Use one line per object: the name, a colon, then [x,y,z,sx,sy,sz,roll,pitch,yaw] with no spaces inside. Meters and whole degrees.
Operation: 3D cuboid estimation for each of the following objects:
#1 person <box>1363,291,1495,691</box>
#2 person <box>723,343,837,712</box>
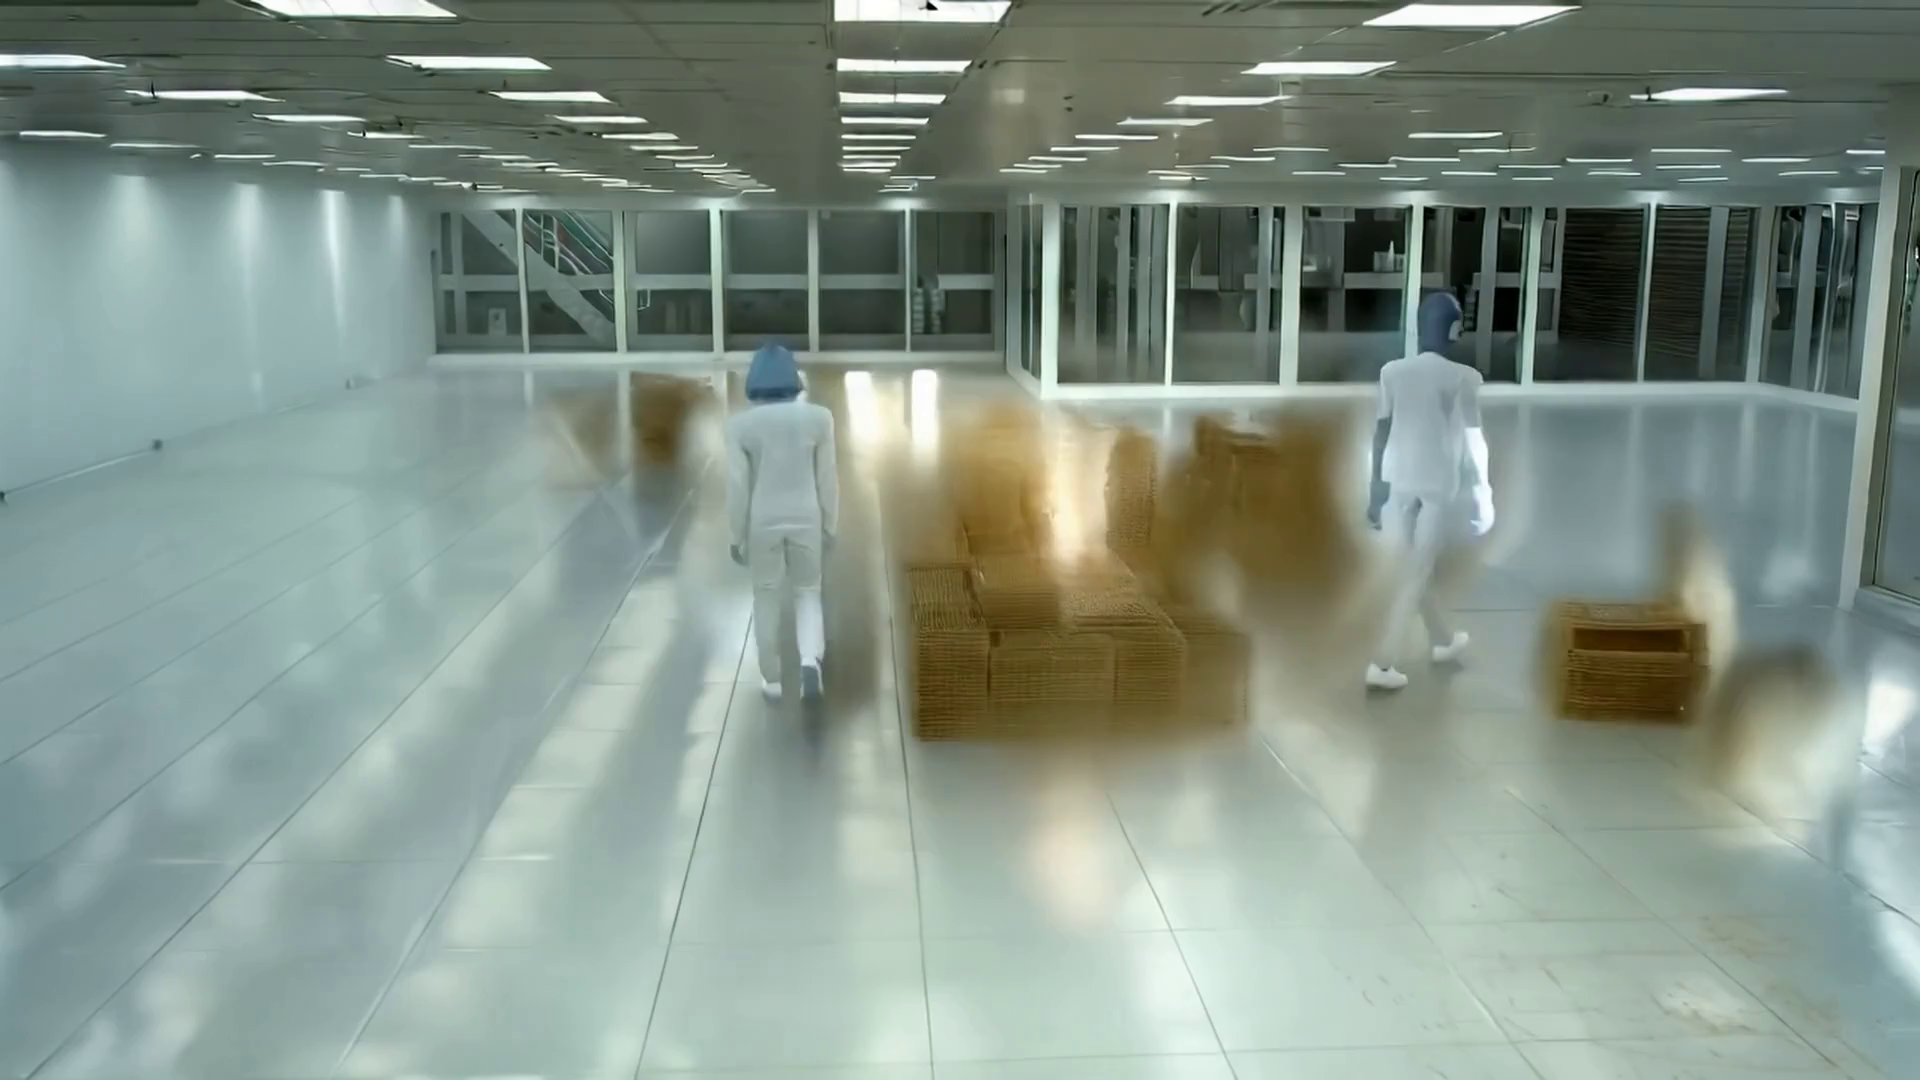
person: [2.189,-0.233,7.703,0.543,1.818,1.001,10,15,44]
person: [-0.767,-0.049,7.226,0.499,1.608,0.655,-2,11,-13]
